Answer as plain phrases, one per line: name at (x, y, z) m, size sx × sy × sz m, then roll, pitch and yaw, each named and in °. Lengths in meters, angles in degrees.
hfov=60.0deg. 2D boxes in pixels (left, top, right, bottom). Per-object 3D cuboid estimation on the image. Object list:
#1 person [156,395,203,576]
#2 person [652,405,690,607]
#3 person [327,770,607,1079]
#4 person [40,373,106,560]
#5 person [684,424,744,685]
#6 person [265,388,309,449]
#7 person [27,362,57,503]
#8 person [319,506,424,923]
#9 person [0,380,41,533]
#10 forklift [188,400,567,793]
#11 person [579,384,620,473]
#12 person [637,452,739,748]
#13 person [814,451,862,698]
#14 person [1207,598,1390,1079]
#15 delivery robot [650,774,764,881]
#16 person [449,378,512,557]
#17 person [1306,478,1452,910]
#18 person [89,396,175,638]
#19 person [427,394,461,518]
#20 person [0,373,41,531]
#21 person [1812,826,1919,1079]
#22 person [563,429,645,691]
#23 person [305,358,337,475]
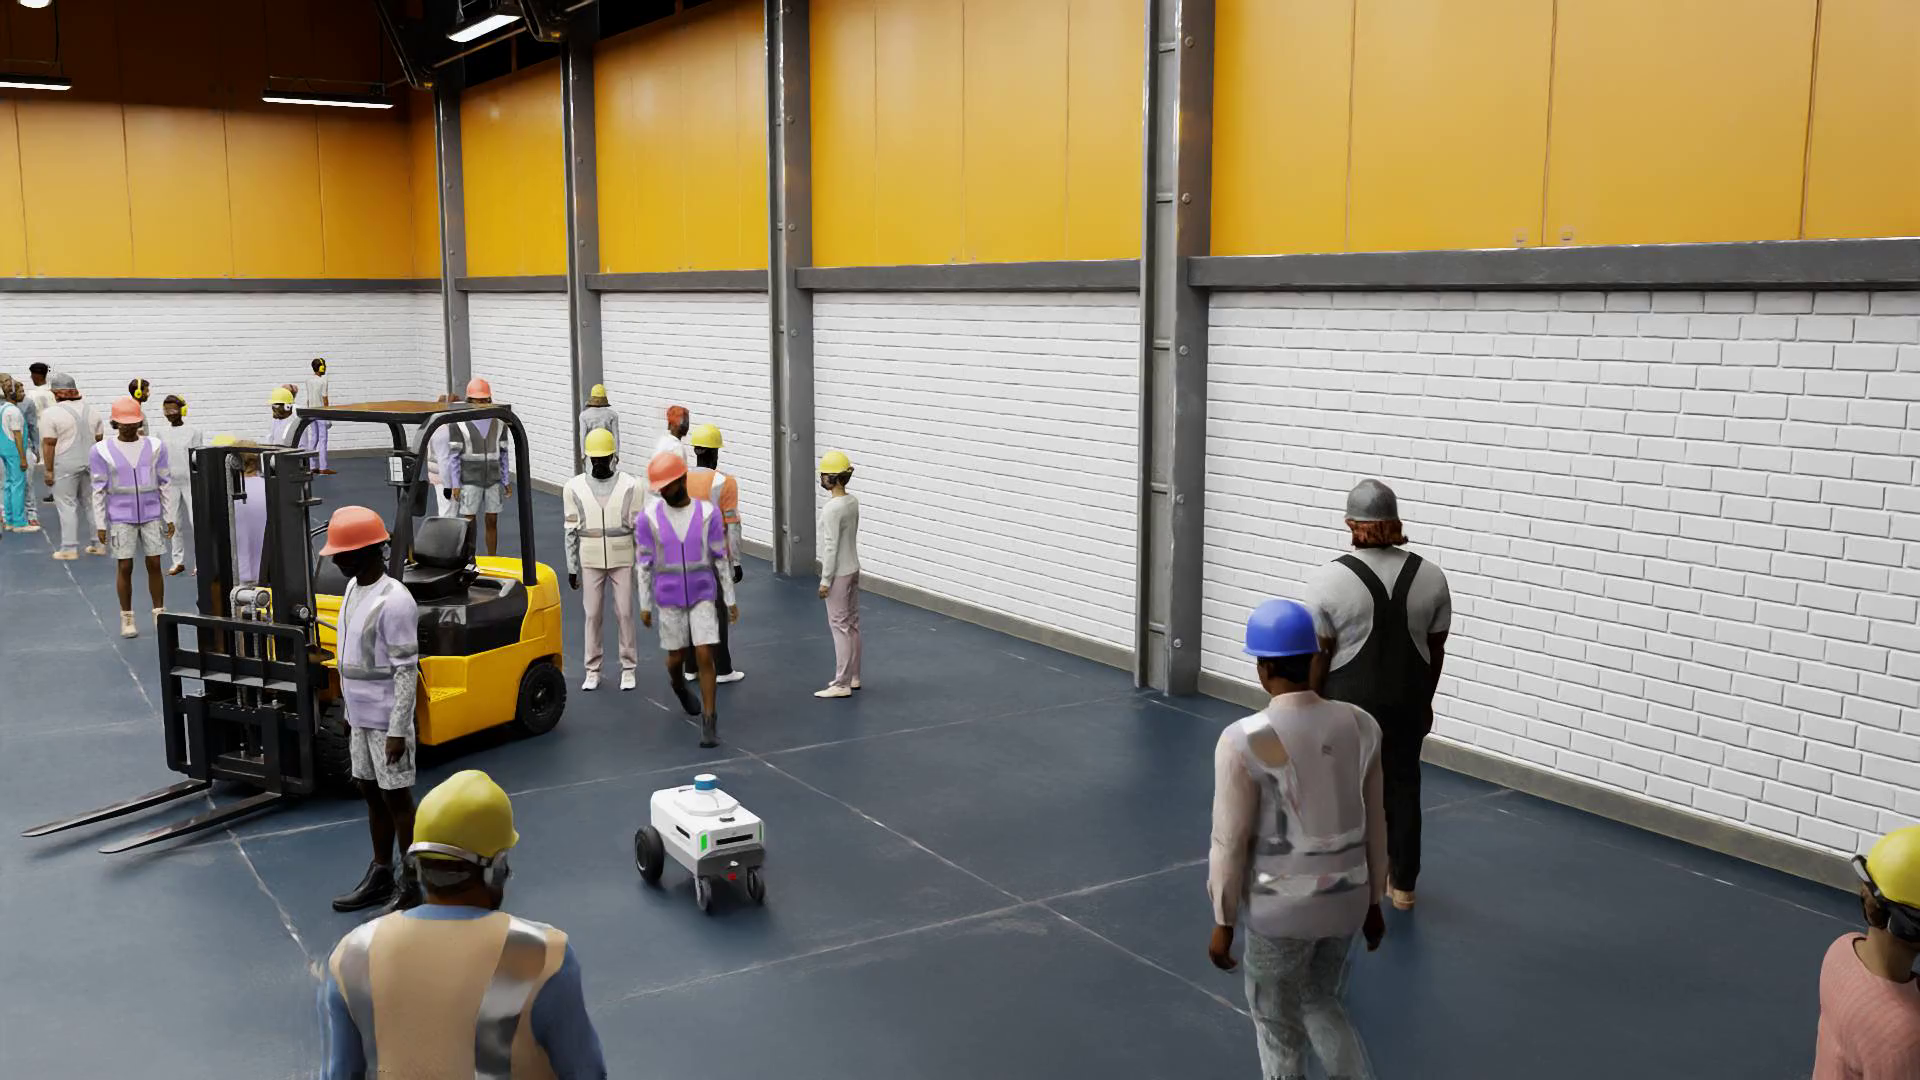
person at (-7.934, -0.555, 16.963) m, size 0.511 × 1.862 × 0.324 m, roll 1°, pitch 8°, yaw 5°
person at (-2.632, -0.314, 15.348) m, size 0.489 × 1.854 × 0.598 m, roll -4°, pitch 9°, yaw -23°
person at (-1.111, 1.416, 3.913) m, size 0.588 × 1.779 × 0.908 m, roll 2°, pitch 9°, yaw 13°
person at (-9.709, -0.822, 18.144) m, size 0.535 × 2.000 × 0.702 m, roll 3°, pitch 9°, yaw 21°
person at (-1.866, 0.105, 12.275) m, size 0.595 × 1.925 × 0.370 m, roll 3°, pitch 9°, yaw 21°
person at (-7.519, -0.781, 18.562) m, size 0.600 × 1.831 × 0.404 m, roll 6°, pitch 10°, yaw 34°
person at (-12.529, -1.464, 22.762) m, size 0.464 × 1.947 × 0.639 m, roll 1°, pitch 9°, yaw 10°
person at (-2.683, 0.799, 7.593) m, size 0.374 × 1.929 × 0.542 m, roll -8°, pitch 12°, yaw -44°
person at (-11.364, -1.001, 20.009) m, size 0.511 × 1.844 × 0.328 m, roll 8°, pitch 12°, yaw 43°
forklift at (-3.529, 0.258, 10.348) m, size 1.214 × 2.155 × 2.313 m, roll 4°, pitch 9°, yaw 25°
person at (-4.518, -1.081, 20.886) m, size 0.492 × 1.743 × 0.295 m, roll -2°, pitch 9°, yaw -14°
person at (-1.754, 0.352, 10.756) m, size 0.642 × 1.896 × 0.740 m, roll -2°, pitch 9°, yaw -11°
person at (-0.875, 0.245, 11.878) m, size 0.311 × 1.769 × 0.522 m, roll 2°, pitch 9°, yaw 15°
person at (1.070, 1.150, 5.266) m, size 0.620 × 1.923 × 0.548 m, roll -5°, pitch 10°, yaw -29°
delivery robot at (-1.222, 1.375, 8.008) m, size 0.477 × 0.478 × 0.707 m, roll -5°, pitch 10°, yaw -30°
person at (-4.775, -0.600, 16.637) m, size 0.610 × 2.043 × 0.397 m, roll -6°, pitch 10°, yaw -35°
person at (1.888, 0.719, 7.756) m, size 0.679 × 2.000 × 0.537 m, roll -1°, pitch 9°, yaw -8°
person at (-6.903, -0.190, 13.925) m, size 0.613 × 2.033 × 0.411 m, roll -7°, pitch 11°, yaw -38°
person at (-5.352, -0.615, 17.452) m, size 0.430 × 1.840 × 0.633 m, roll -2°, pitch 9°, yaw -13°
person at (-11.543, -1.072, 20.226) m, size 0.641 × 1.927 × 0.384 m, roll -6°, pitch 10°, yaw -33°
person at (2.023, 1.470, 3.670) m, size 0.339 × 1.756 × 0.532 m, roll 2°, pitch 9°, yaw 15°
person at (-2.564, 0.148, 12.038) m, size 0.582 × 1.919 × 0.396 m, roll -1°, pitch 9°, yaw -7°
person at (-10.185, -1.960, 26.443) m, size 0.506 × 1.861 × 0.328 m, roll 5°, pitch 10°, yaw 31°
